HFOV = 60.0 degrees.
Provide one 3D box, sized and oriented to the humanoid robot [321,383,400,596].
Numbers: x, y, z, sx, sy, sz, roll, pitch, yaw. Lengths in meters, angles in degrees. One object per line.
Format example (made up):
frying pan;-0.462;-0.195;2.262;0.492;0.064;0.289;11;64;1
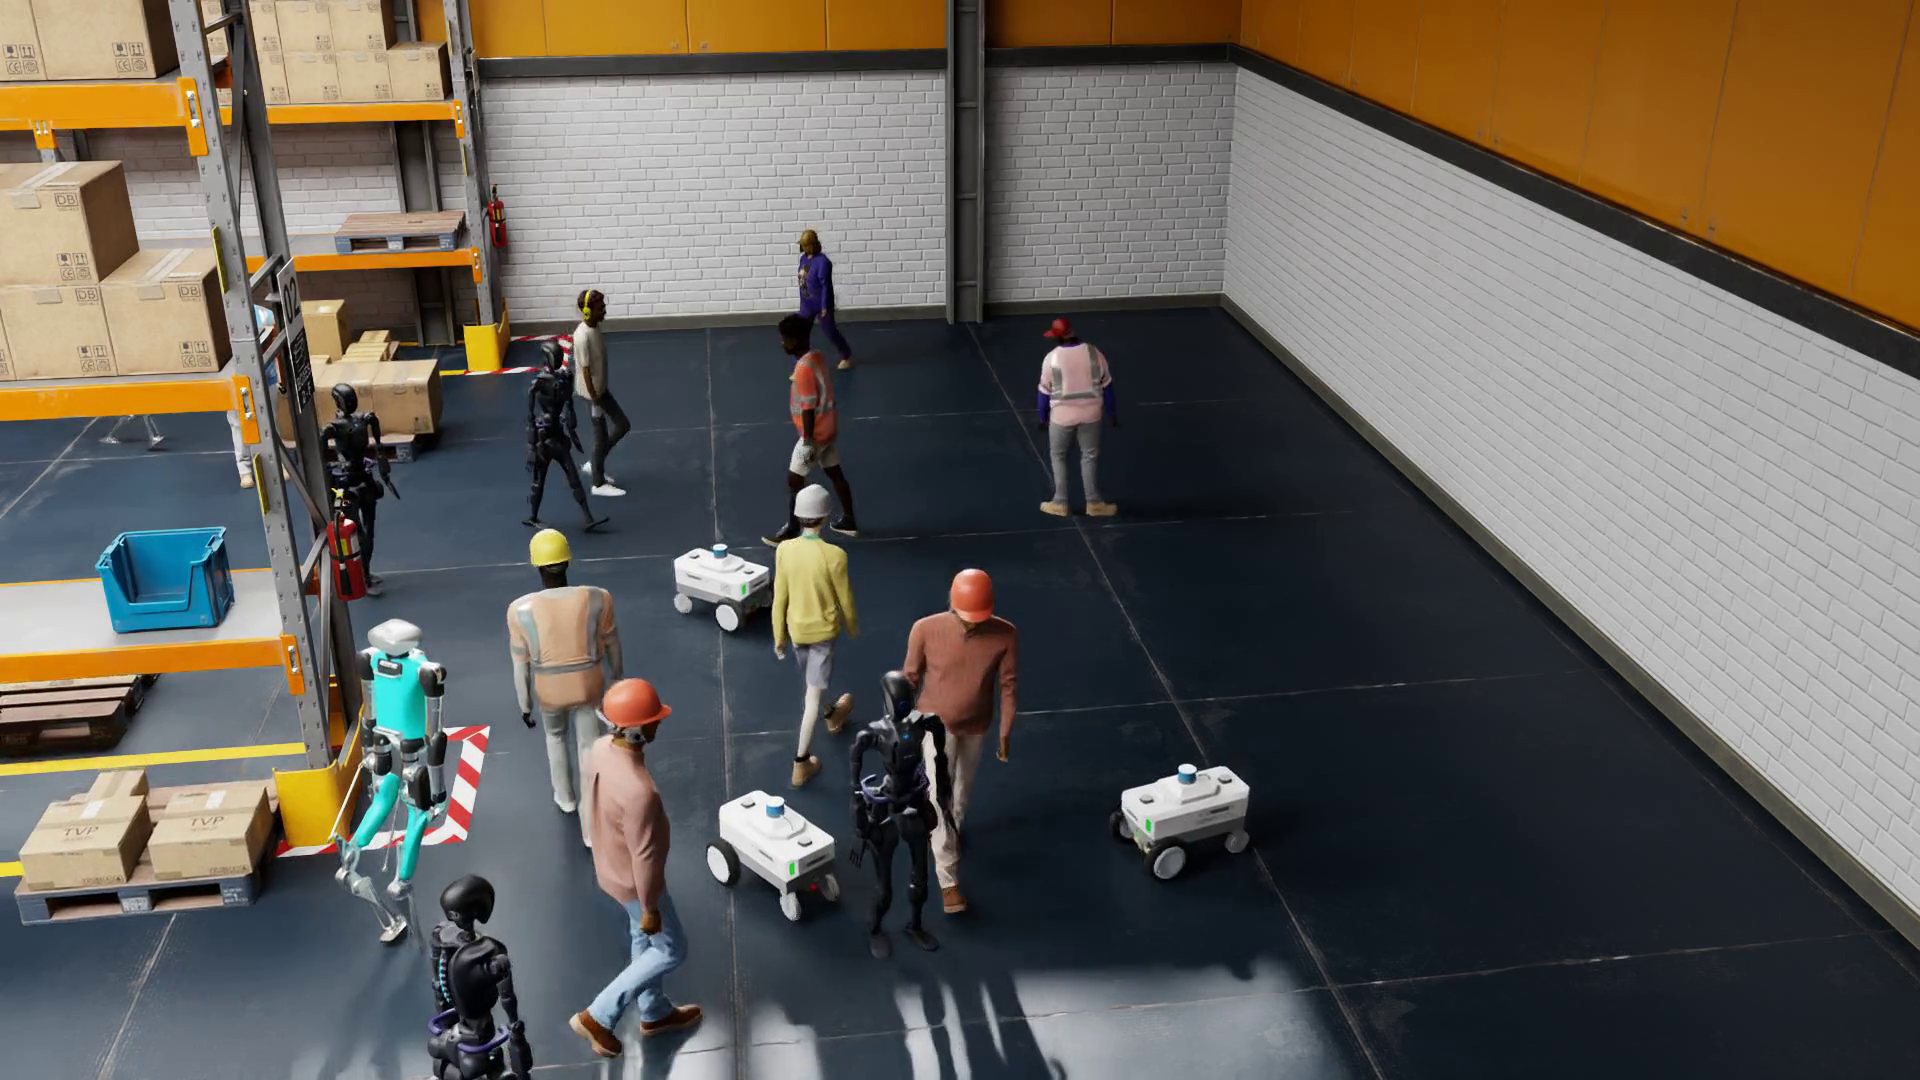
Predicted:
humanoid robot;-4.538;-0.398;12.560;0.509;1.647;0.586;15;28;31

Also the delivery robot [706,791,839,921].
delivery robot;-1.021;1.694;9.193;0.499;0.604;0.801;-21;31;-39

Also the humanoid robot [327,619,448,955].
humanoid robot;-2.968;1.389;8.560;0.530;1.881;0.772;10;26;22

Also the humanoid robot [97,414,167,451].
humanoid robot;-7.720;-1.633;15.360;1.018;1.789;0.532;8;25;17

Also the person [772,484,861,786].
person;-0.857;0.523;10.256;0.469;1.841;0.957;11;26;23

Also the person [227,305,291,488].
person;-6.223;-1.378;14.583;0.620;1.842;0.430;-15;28;-30

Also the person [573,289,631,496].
person;-3.071;-1.254;14.283;0.408;1.854;0.553;1;24;1

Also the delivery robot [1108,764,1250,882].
delivery robot;1.286;1.556;9.488;0.767;0.587;0.499;-10;26;-22

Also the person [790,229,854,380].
person;-1.455;-2.499;17.438;0.447;1.589;0.773;17;29;34

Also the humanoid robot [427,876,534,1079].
humanoid robot;-1.993;2.142;6.776;0.591;1.648;0.448;17;29;33

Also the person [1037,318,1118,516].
person;1.011;-1.025;13.946;0.719;1.718;0.417;-1;24;-3

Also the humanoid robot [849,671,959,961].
humanoid robot;-0.297;1.394;8.472;0.590;1.650;0.323;-12;27;-26

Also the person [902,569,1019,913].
person;0.000;1.042;8.960;0.668;1.925;0.989;-5;24;-12

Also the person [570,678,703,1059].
person;-1.551;1.551;7.738;0.566;1.973;0.627;-12;26;-25

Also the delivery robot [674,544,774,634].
delivery robot;-1.739;0.336;12.298;0.811;0.613;0.499;14;27;29

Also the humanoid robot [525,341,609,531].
humanoid robot;-3.306;-0.818;13.555;0.777;1.618;0.608;11;26;24

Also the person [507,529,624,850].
person;-2.235;0.806;9.536;0.610;1.896;0.782;-5;24;-12

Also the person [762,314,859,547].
person;-1.232;-0.878;13.355;0.859;1.919;0.735;2;24;5

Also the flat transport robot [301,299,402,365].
flat transport robot;-6.130;-1.515;16.848;1.431;0.231;0.659;-3;24;-8
